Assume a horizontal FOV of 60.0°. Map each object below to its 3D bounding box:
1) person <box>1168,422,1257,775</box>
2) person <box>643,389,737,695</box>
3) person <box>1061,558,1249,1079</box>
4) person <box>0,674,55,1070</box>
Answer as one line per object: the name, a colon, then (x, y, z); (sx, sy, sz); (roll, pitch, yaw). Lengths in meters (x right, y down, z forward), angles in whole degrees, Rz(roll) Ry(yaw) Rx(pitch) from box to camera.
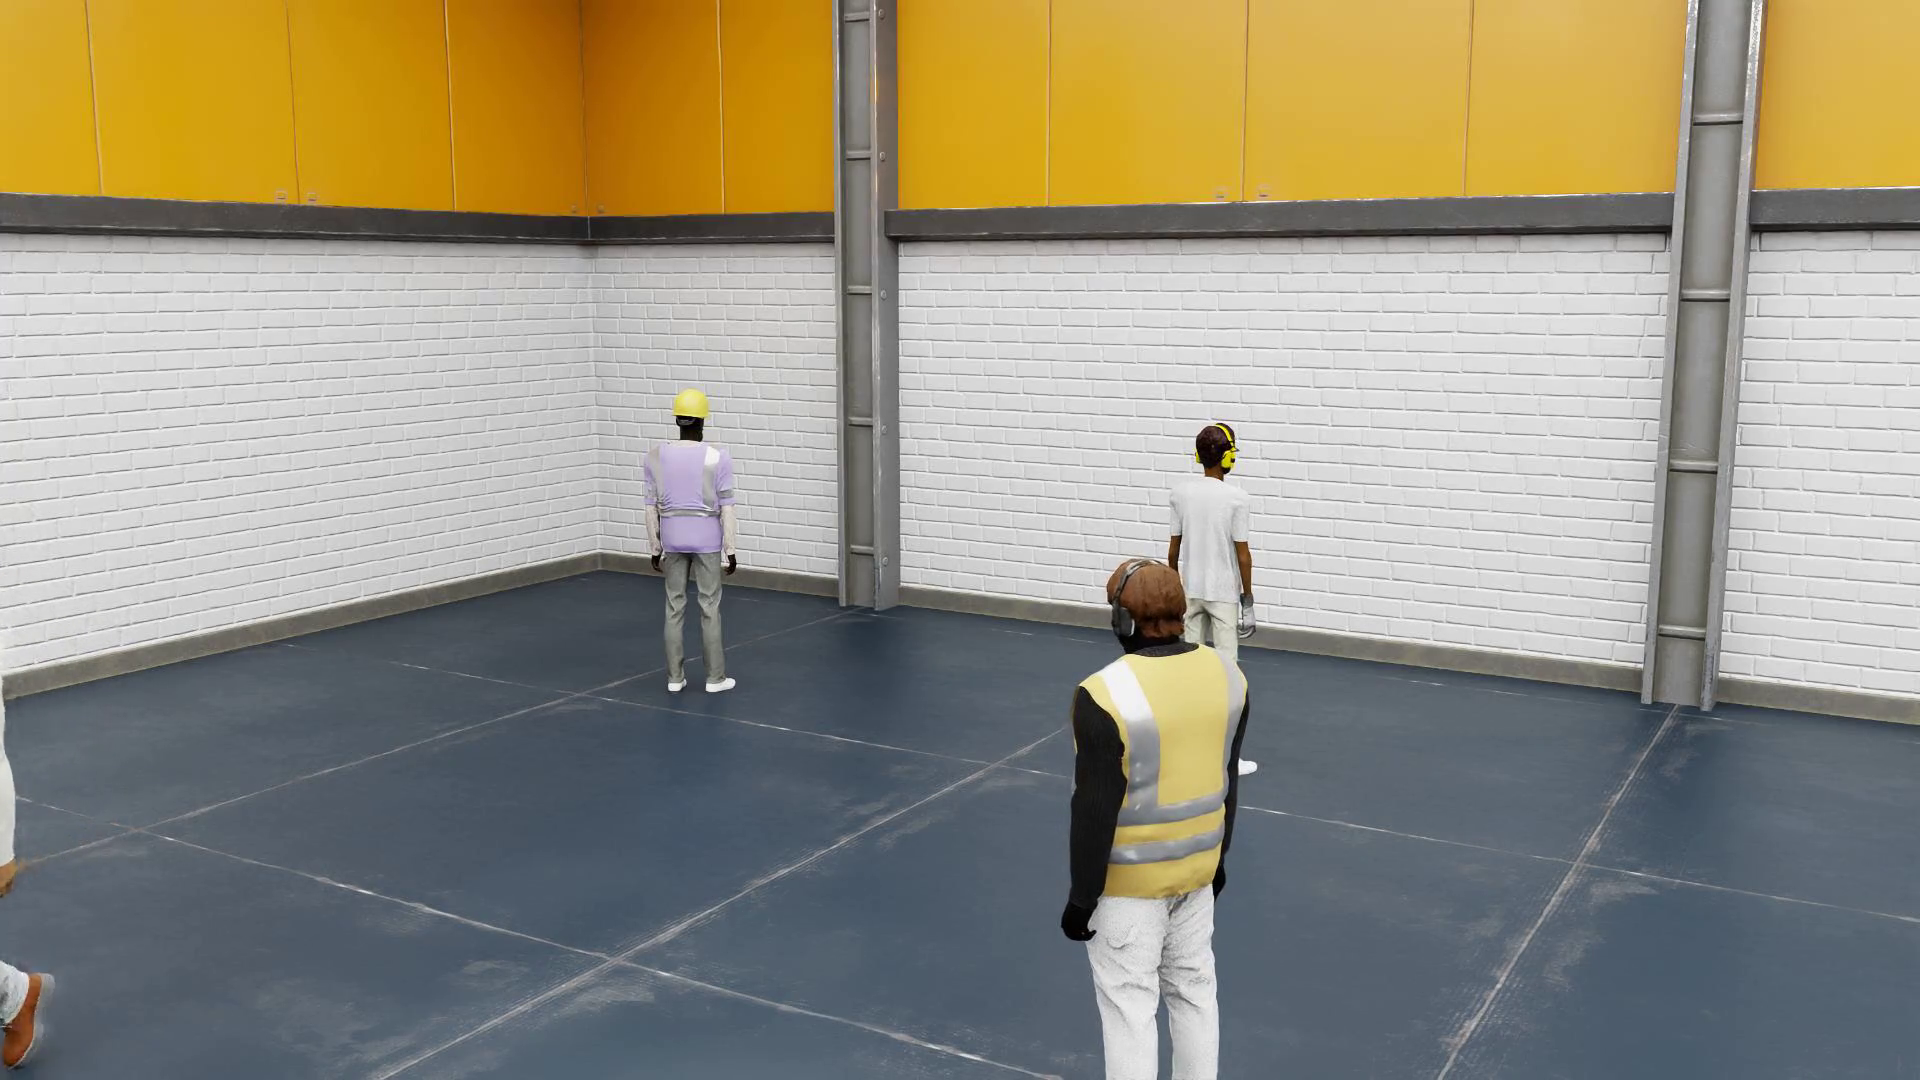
person: (1.333, 0.317, 8.769); (0.519, 1.874, 0.327); (7, 12, 39)
person: (-1.682, 0.018, 10.461); (0.589, 1.927, 0.368); (1, 9, 8)
person: (0.540, 0.963, 4.840); (0.634, 1.839, 0.429); (-7, 11, -37)
person: (-3.121, 0.889, 5.061); (0.623, 1.917, 0.852); (2, 9, 14)
